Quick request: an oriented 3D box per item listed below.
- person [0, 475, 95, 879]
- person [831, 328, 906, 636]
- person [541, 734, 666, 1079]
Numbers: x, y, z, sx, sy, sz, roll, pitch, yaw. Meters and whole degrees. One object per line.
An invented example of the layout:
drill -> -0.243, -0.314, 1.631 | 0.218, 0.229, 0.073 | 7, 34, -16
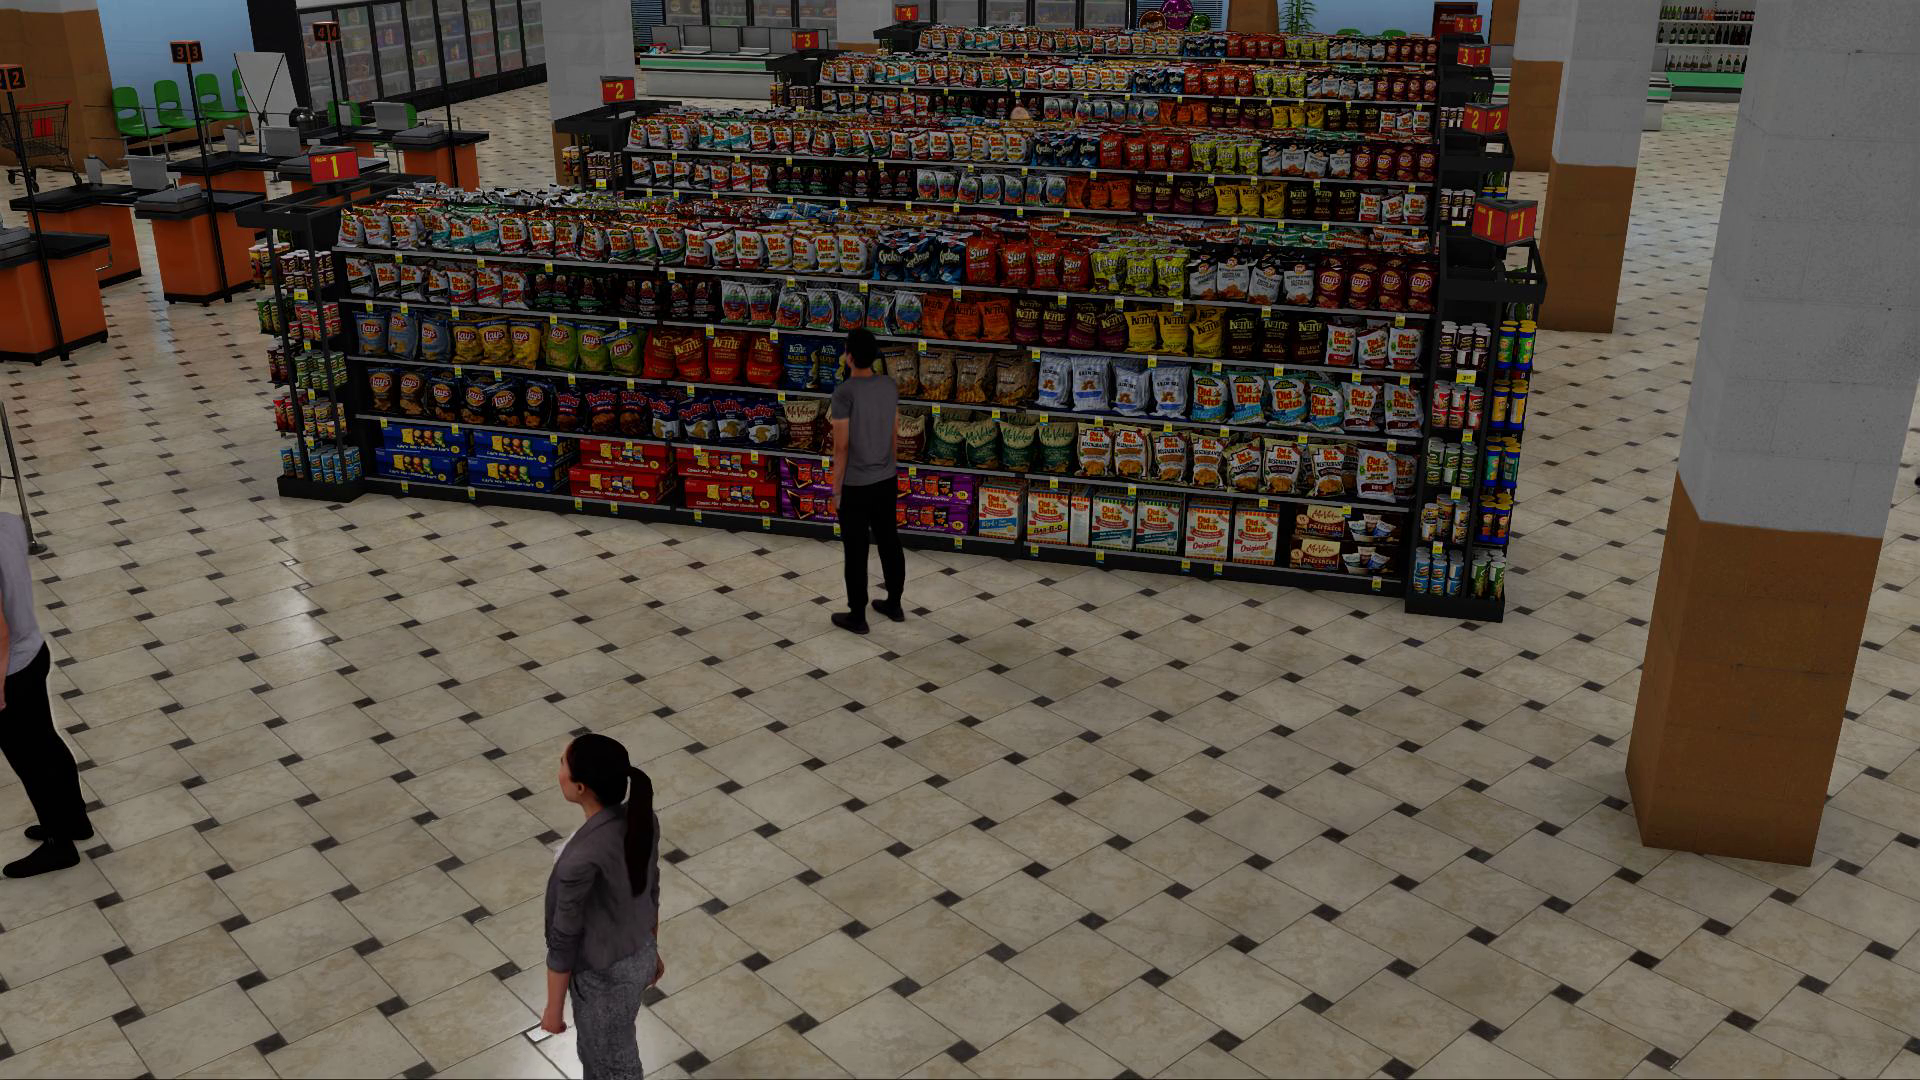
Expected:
person -> -4.013, 0.531, 7.048 | 0.714, 1.863, 0.749 | -4, 22, -11
person -> -0.524, -0.336, 9.353 | 0.693, 1.754, 0.706 | -20, 29, -40
person -> -1.016, 1.400, 5.170 | 1.040, 1.650, 0.657 | 7, 23, 18
